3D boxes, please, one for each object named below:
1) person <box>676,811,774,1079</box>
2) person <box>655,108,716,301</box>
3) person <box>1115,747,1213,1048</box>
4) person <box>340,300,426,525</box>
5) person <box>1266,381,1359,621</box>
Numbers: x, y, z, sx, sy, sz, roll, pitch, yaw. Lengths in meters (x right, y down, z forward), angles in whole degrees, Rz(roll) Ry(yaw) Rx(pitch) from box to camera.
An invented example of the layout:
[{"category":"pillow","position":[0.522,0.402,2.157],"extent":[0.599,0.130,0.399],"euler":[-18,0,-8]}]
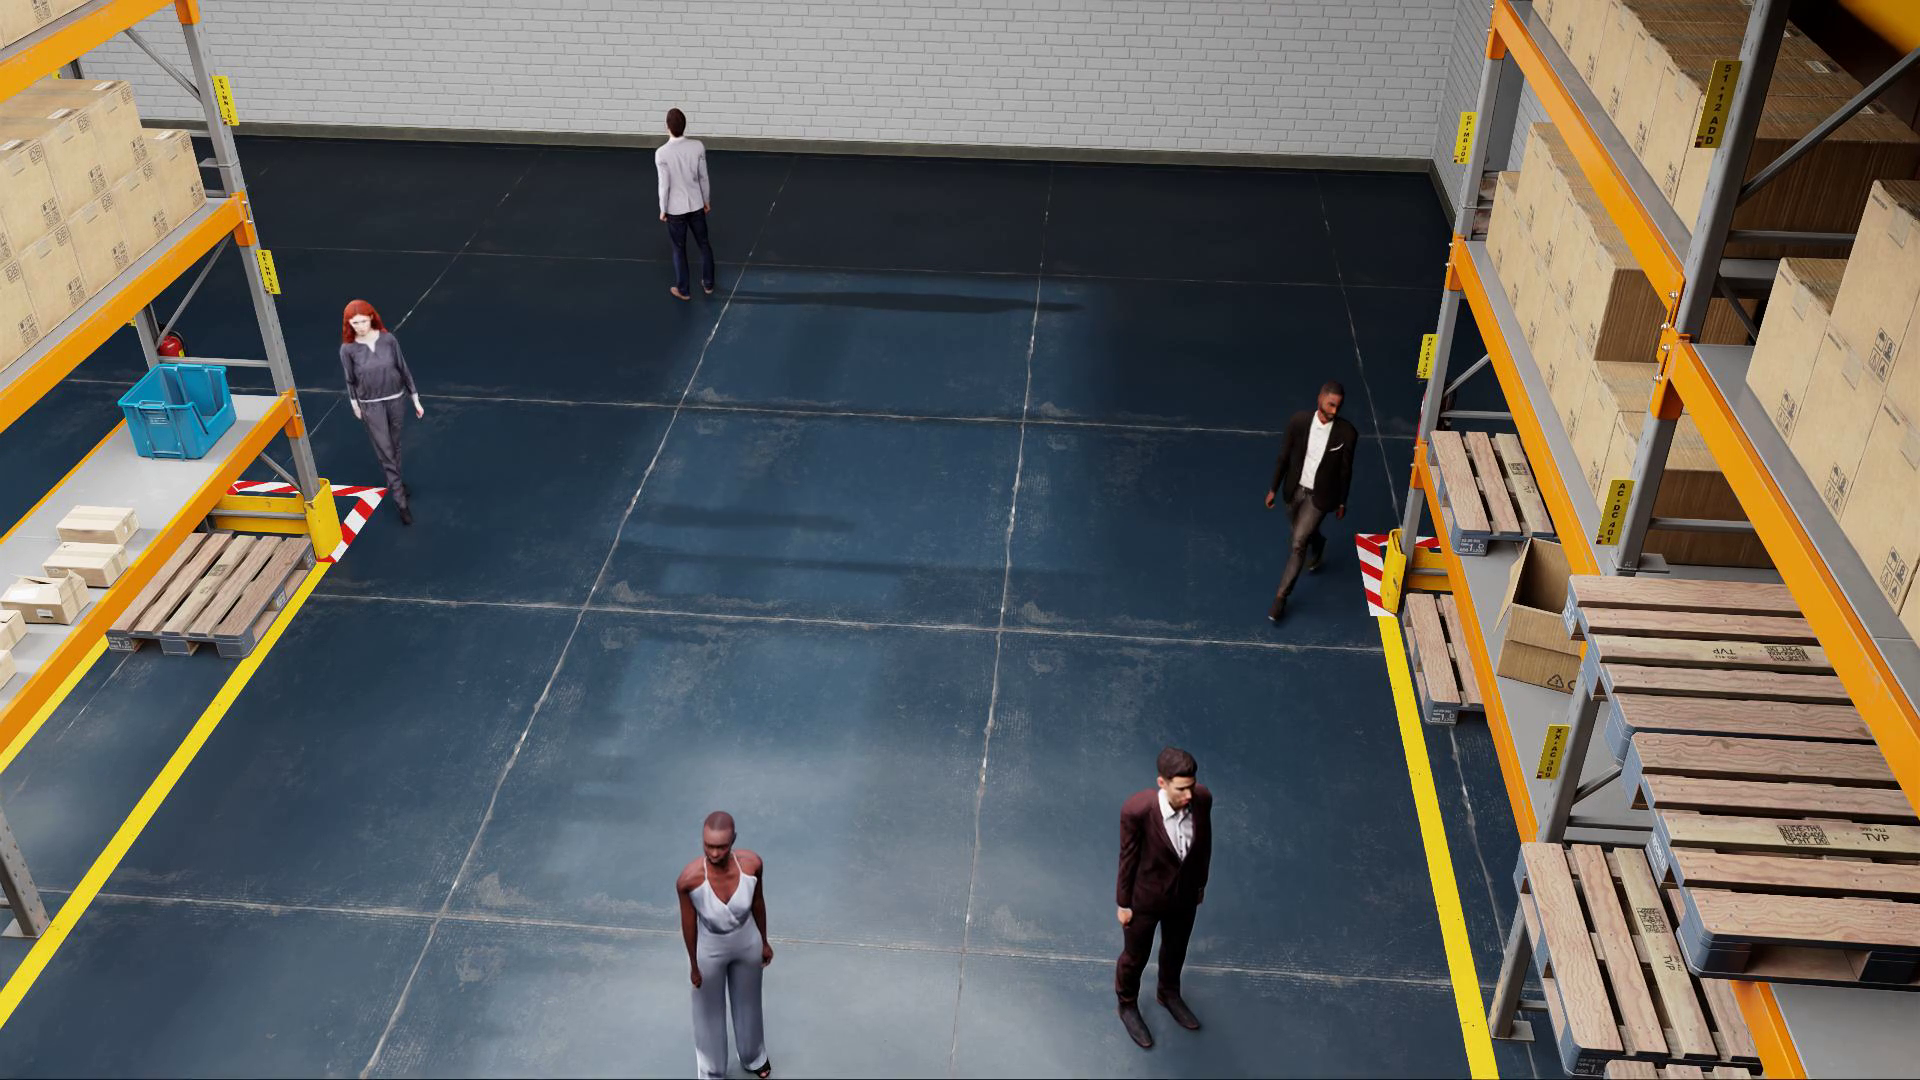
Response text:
[{"category":"person","position":[-1.137,1.997,8.089],"extent":[0.651,1.784,0.648],"euler":[-15,36,-21]},{"category":"person","position":[-2.620,-3.196,15.839],"extent":[0.769,1.853,0.792],"euler":[-19,38,-26]},{"category":"person","position":[1.005,1.760,8.375],"extent":[0.759,1.861,0.750],"euler":[-11,35,-16]},{"category":"person","position":[-4.442,-1.064,12.728],"extent":[0.957,1.747,1.061],"euler":[-21,39,-29]},{"category":"person","position":[2.473,-0.346,11.645],"extent":[1.062,1.750,1.307],"euler":[20,38,27]}]
